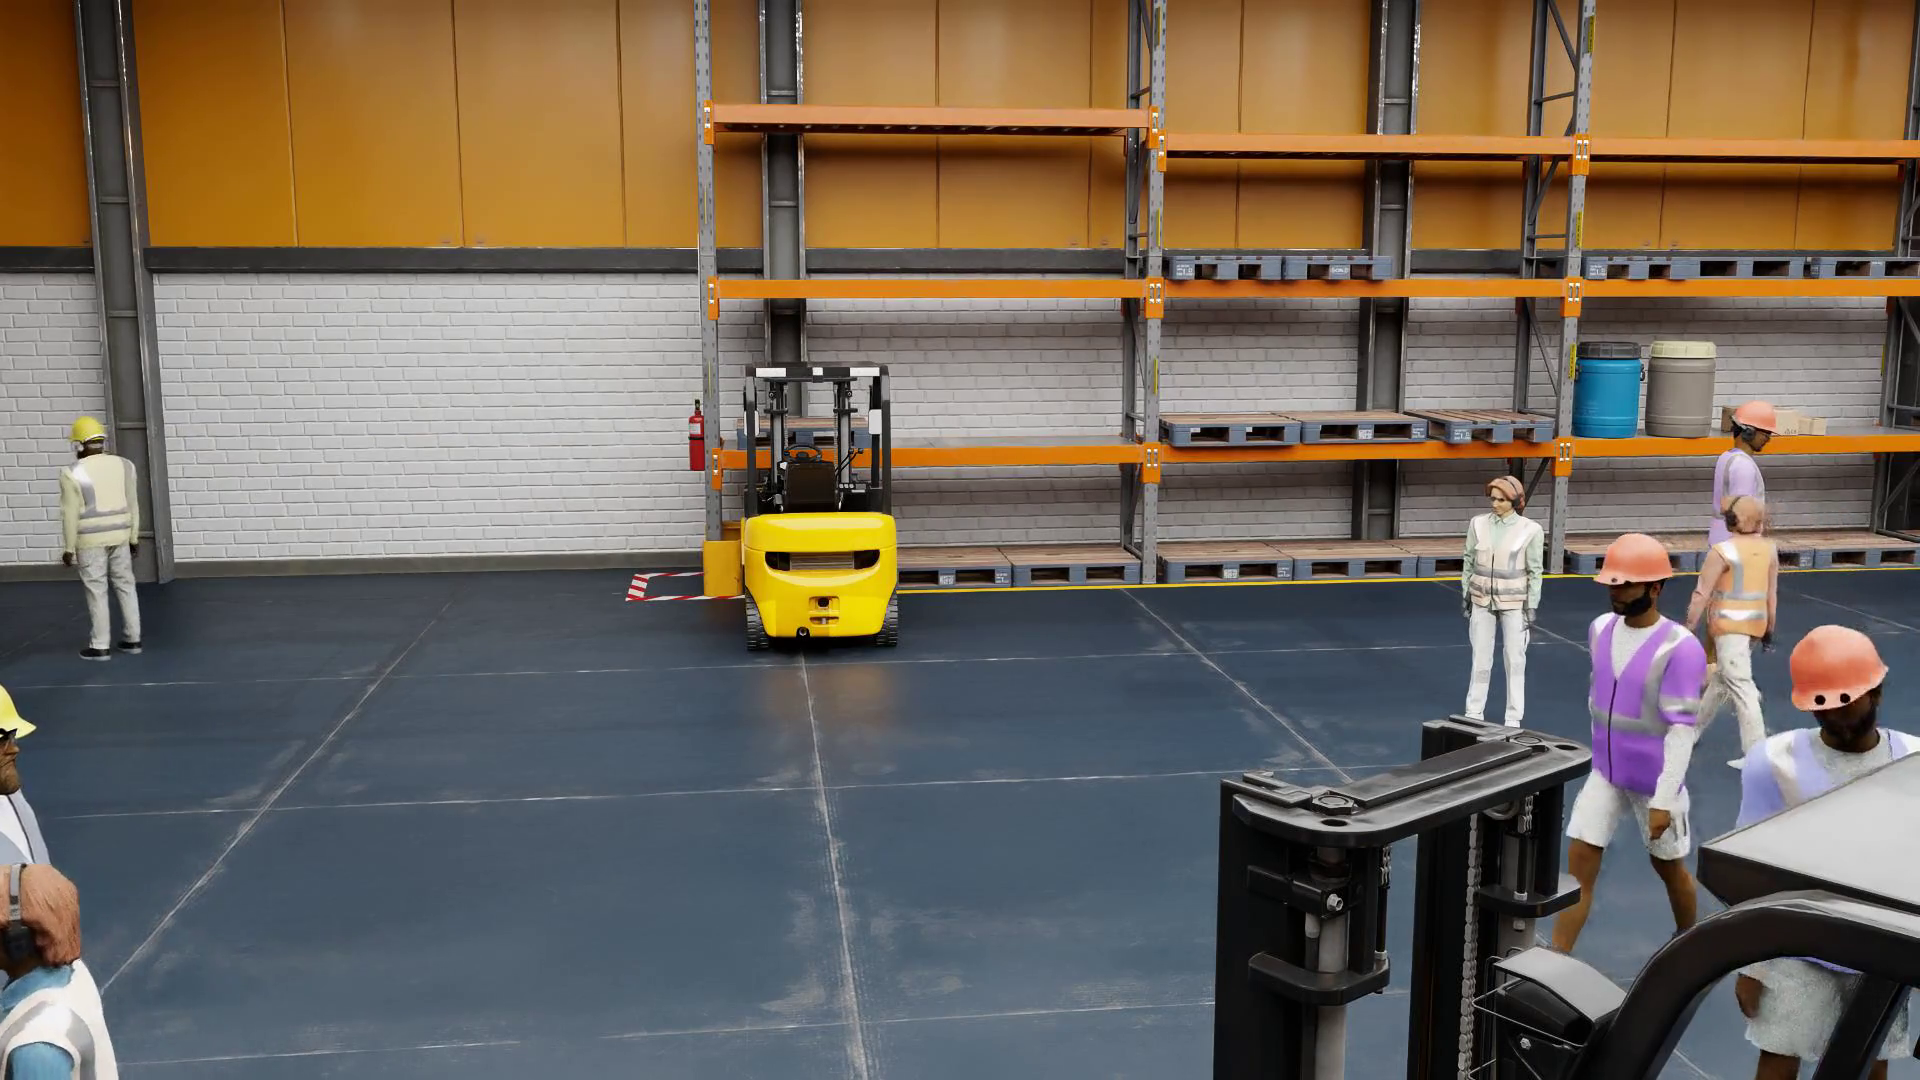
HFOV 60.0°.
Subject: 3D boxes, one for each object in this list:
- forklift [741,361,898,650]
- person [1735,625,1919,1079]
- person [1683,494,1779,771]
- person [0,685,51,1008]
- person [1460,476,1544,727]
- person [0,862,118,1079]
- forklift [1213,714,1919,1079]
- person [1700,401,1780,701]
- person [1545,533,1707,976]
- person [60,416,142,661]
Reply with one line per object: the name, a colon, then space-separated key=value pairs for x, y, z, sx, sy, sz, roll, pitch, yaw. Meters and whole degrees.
forklift: x=-1.154 y=-0.340 z=13.365 sx=1.214 sy=2.155 sz=2.313 roll=-1 pitch=9 yaw=-7
person: x=2.534 y=1.186 z=4.777 sx=0.608 sy=1.905 sz=0.398 roll=2 pitch=9 yaw=12
person: x=4.501 y=0.527 z=9.800 sx=0.532 sy=1.593 sz=0.840 roll=-4 pitch=10 yaw=-25
person: x=-2.636 y=1.255 z=4.534 sx=0.403 sy=1.833 sz=0.586 roll=-2 pitch=9 yaw=-10
person: x=3.385 y=0.408 z=10.425 sx=0.514 sy=1.640 sz=0.310 roll=8 pitch=12 yaw=42
person: x=-1.987 y=1.499 z=3.679 sx=0.326 sy=1.654 sz=0.518 roll=-4 pitch=10 yaw=-25
forklift: x=1.441 y=1.425 z=2.350 sx=1.214 sy=2.155 sz=2.313 roll=-7 pitch=12 yaw=-39
person: x=5.304 y=0.070 z=11.308 sx=0.391 sy=2.034 sz=0.605 roll=2 pitch=9 yaw=13
person: x=2.632 y=0.908 z=6.544 sx=0.984 sy=1.883 sz=0.565 roll=-4 pitch=10 yaw=-26
person: x=-6.434 y=-0.012 z=12.453 sx=0.403 sy=1.829 sz=0.599 roll=5 pitch=10 yaw=29
